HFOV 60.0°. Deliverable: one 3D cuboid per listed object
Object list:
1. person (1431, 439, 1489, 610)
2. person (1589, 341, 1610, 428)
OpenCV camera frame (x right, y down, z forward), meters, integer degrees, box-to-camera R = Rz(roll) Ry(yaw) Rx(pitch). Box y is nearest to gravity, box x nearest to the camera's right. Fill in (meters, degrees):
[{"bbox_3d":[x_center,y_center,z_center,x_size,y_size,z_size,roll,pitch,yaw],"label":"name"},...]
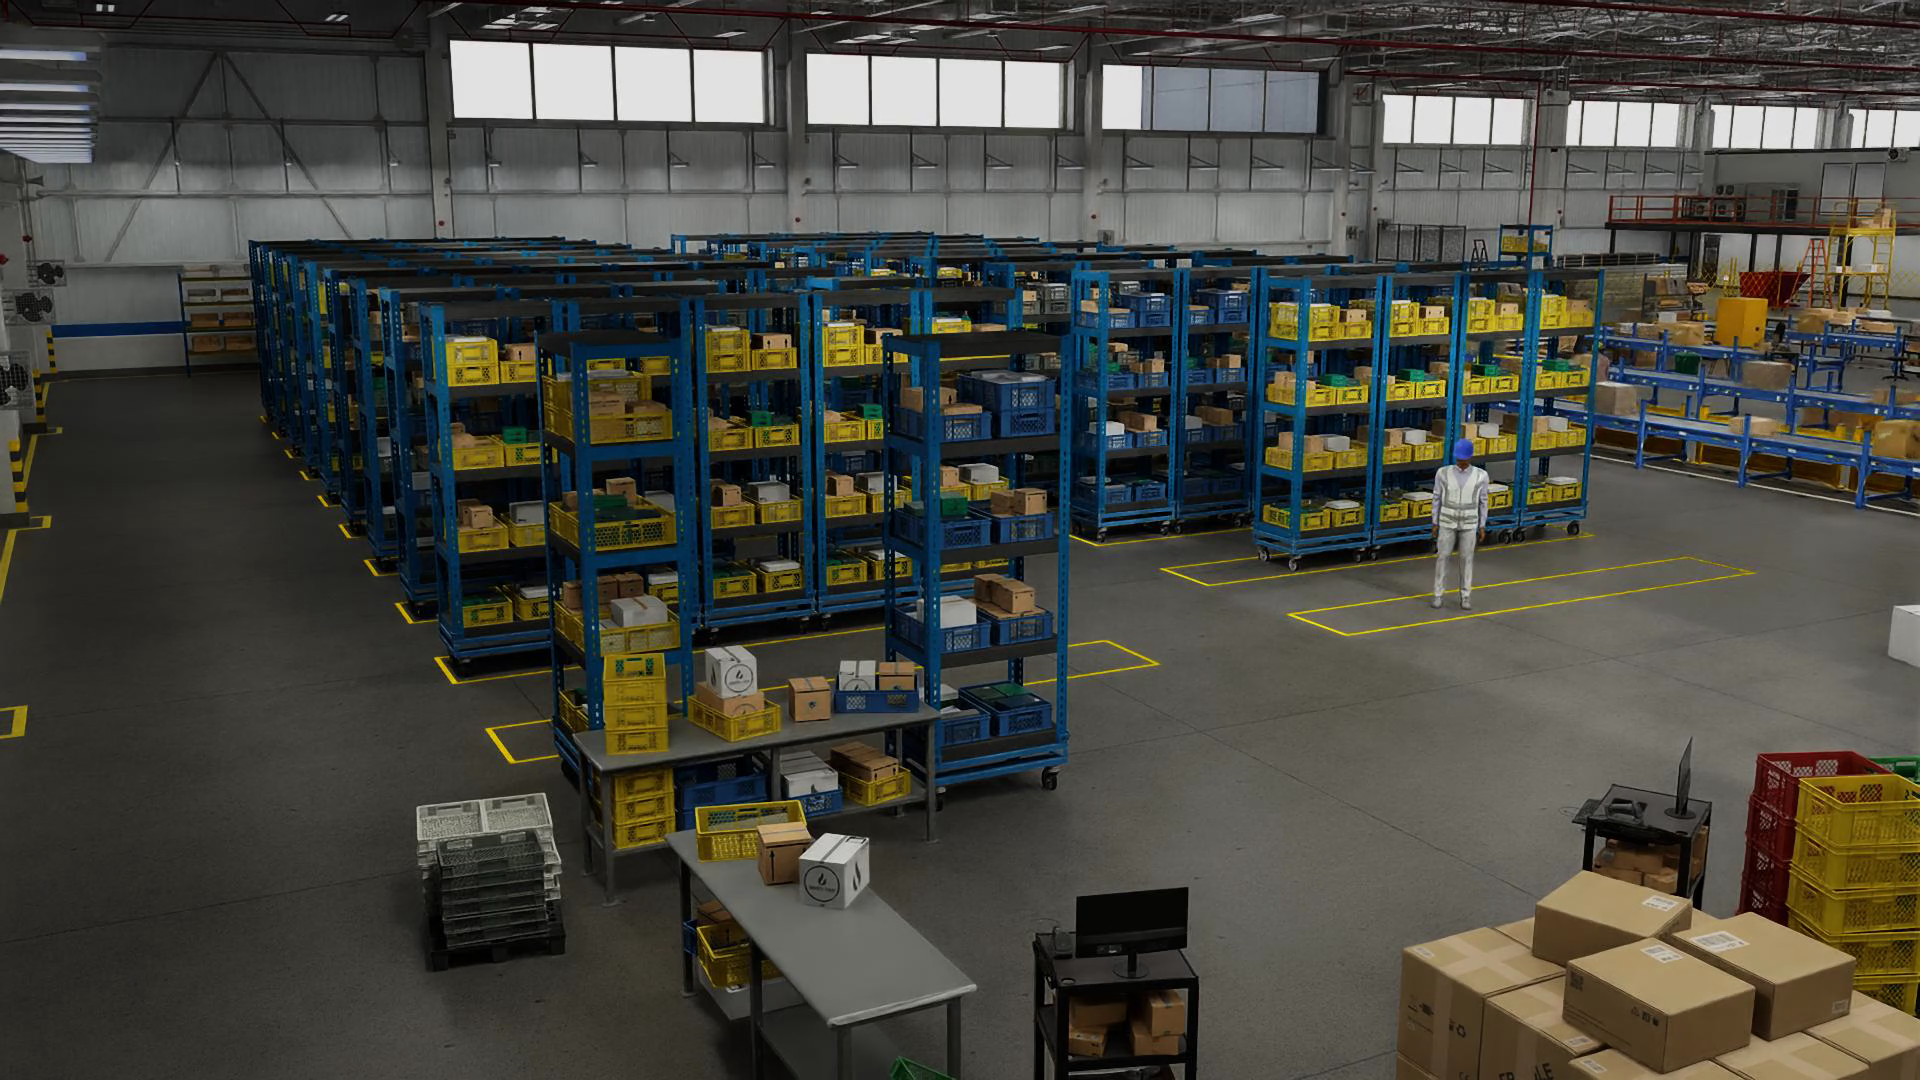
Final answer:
[{"bbox_3d":[5.565,-0.178,18.563,0.603,1.938,0.401,3,13,15],"label":"person"},{"bbox_3d":[12.154,-2.910,31.765,0.523,1.760,0.324,-8,14,-32],"label":"person"}]
